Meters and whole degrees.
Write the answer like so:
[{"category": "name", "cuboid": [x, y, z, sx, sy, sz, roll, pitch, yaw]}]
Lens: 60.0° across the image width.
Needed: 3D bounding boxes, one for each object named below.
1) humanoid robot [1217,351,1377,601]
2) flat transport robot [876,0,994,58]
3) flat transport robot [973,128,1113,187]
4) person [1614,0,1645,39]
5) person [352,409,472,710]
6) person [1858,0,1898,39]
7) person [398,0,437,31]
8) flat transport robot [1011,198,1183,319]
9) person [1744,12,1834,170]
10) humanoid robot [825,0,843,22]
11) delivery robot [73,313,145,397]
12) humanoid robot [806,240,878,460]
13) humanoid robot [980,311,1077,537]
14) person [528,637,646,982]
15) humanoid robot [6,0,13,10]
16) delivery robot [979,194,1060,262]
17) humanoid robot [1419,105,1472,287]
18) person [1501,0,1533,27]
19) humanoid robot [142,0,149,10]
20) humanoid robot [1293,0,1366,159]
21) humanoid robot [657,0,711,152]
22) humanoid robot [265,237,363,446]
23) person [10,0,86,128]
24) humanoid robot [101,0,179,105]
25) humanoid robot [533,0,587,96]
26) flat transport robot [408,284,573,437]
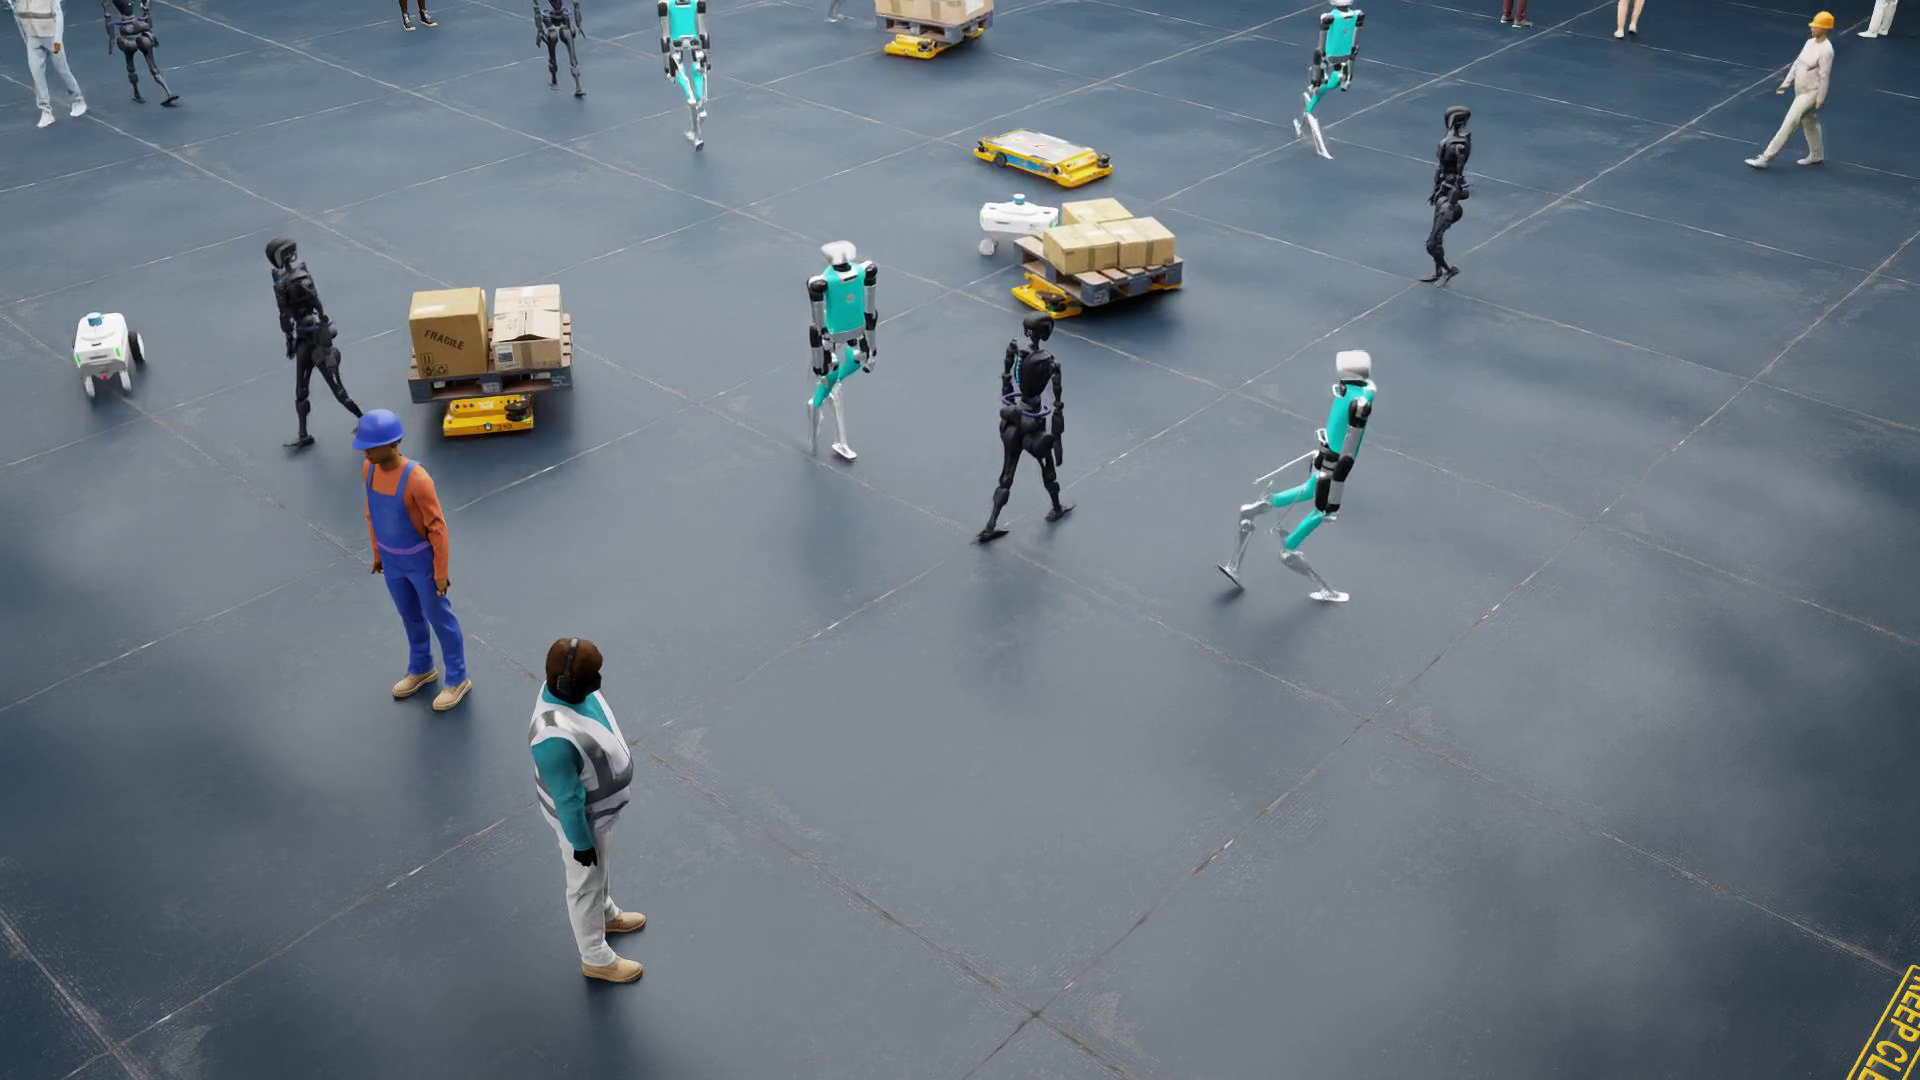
[{"category": "humanoid robot", "cuboid": [2.015, -0.355, 10.371, 0.995, 1.774, 0.530, 2, 32, 4]}, {"category": "flat transport robot", "cuboid": [-0.338, -6.603, 21.786, 0.659, 0.231, 1.431, 17, 36, 26]}, {"category": "flat transport robot", "cuboid": [0.879, -4.088, 17.737, 1.431, 0.231, 0.659, 27, 41, 37]}, {"category": "person", "cuboid": [8.875, -7.538, 21.790, 0.564, 1.849, 0.615, 10, 33, 16]}, {"category": "person", "cuboid": [-3.119, 0.111, 9.422, 0.533, 1.908, 0.370, 15, 35, 23]}, {"category": "person", "cuboid": [12.228, -7.430, 21.812, 0.513, 1.644, 0.307, -16, 35, -24]}, {"category": "person", "cuboid": [-7.368, -7.821, 22.143, 0.605, 1.965, 0.368, -27, 41, -36]}, {"category": "flat transport robot", "cuboid": [1.233, -2.305, 14.865, 1.431, 0.231, 0.659, -19, 36, -27]}, {"category": "person", "cuboid": [8.847, -4.694, 17.402, 0.926, 1.642, 0.461, 0, 32, 0]}, {"category": "humanoid robot", "cuboid": [-1.781, -7.862, 22.472, 0.732, 1.824, 0.530, 14, 34, 21]}, {"category": "delivery robot", "cuboid": [-6.873, -1.535, 13.341, 0.499, 0.580, 0.757, -11, 34, -18]}, {"category": "humanoid robot", "cuboid": [-0.930, -1.313, 11.988, 0.546, 1.901, 0.707, -20, 37, -29]}, {"category": "humanoid robot", "cuboid": [0.458, -0.790, 11.145, 0.796, 1.633, 0.606, -25, 40, -34]}, {"category": "person", "cuboid": [-1.708, 1.230, 7.690, 0.430, 1.838, 0.621, -2, 32, -3]}, {"category": "humanoid robot", "cuboid": [-13.506, -8.107, 22.818, 0.973, 1.741, 0.533, -22, 38, -31]}, {"category": "delivery robot", "cuboid": [0.560, -2.955, 15.622, 0.759, 0.575, 0.499, 7, 33, 11]}, {"category": "humanoid robot", "cuboid": [4.314, -3.039, 14.709, 0.354, 1.643, 0.611, 0, 32, 0]}, {"category": "person", "cuboid": [7.611, -7.824, 22.298, 0.381, 1.806, 0.550, -14, 34, -21]}, {"category": "humanoid robot", "cuboid": [-11.606, -8.260, 23.012, 0.538, 1.749, 0.680, -10, 33, -16]}, {"category": "humanoid robot", "cuboid": [3.842, -5.082, 17.970, 0.542, 1.769, 0.958, -14, 34, -21]}, {"category": "humanoid robot", "cuboid": [-2.875, -5.029, 17.916, 0.531, 1.776, 1.018, -11, 34, -17]}, {"category": "humanoid robot", "cuboid": [-4.752, -1.446, 12.182, 0.616, 1.644, 0.708, 22, 38, 31]}, {"category": "person", "cuboid": [-10.321, -5.658, 18.751, 0.597, 1.903, 0.728, 0, 32, 0]}, {"category": "humanoid robot", "cuboid": [-9.572, -5.863, 19.298, 0.715, 1.625, 0.592, 20, 37, 29]}, {"category": "humanoid robot", "cuboid": [-4.737, -6.077, 19.648, 0.602, 1.626, 0.792, -16, 35, -24]}, {"category": "flat transport robot", "cuboid": [-3.665, -1.251, 13.168, 0.659, 0.231, 1.431, -6, 32, -10]}]
